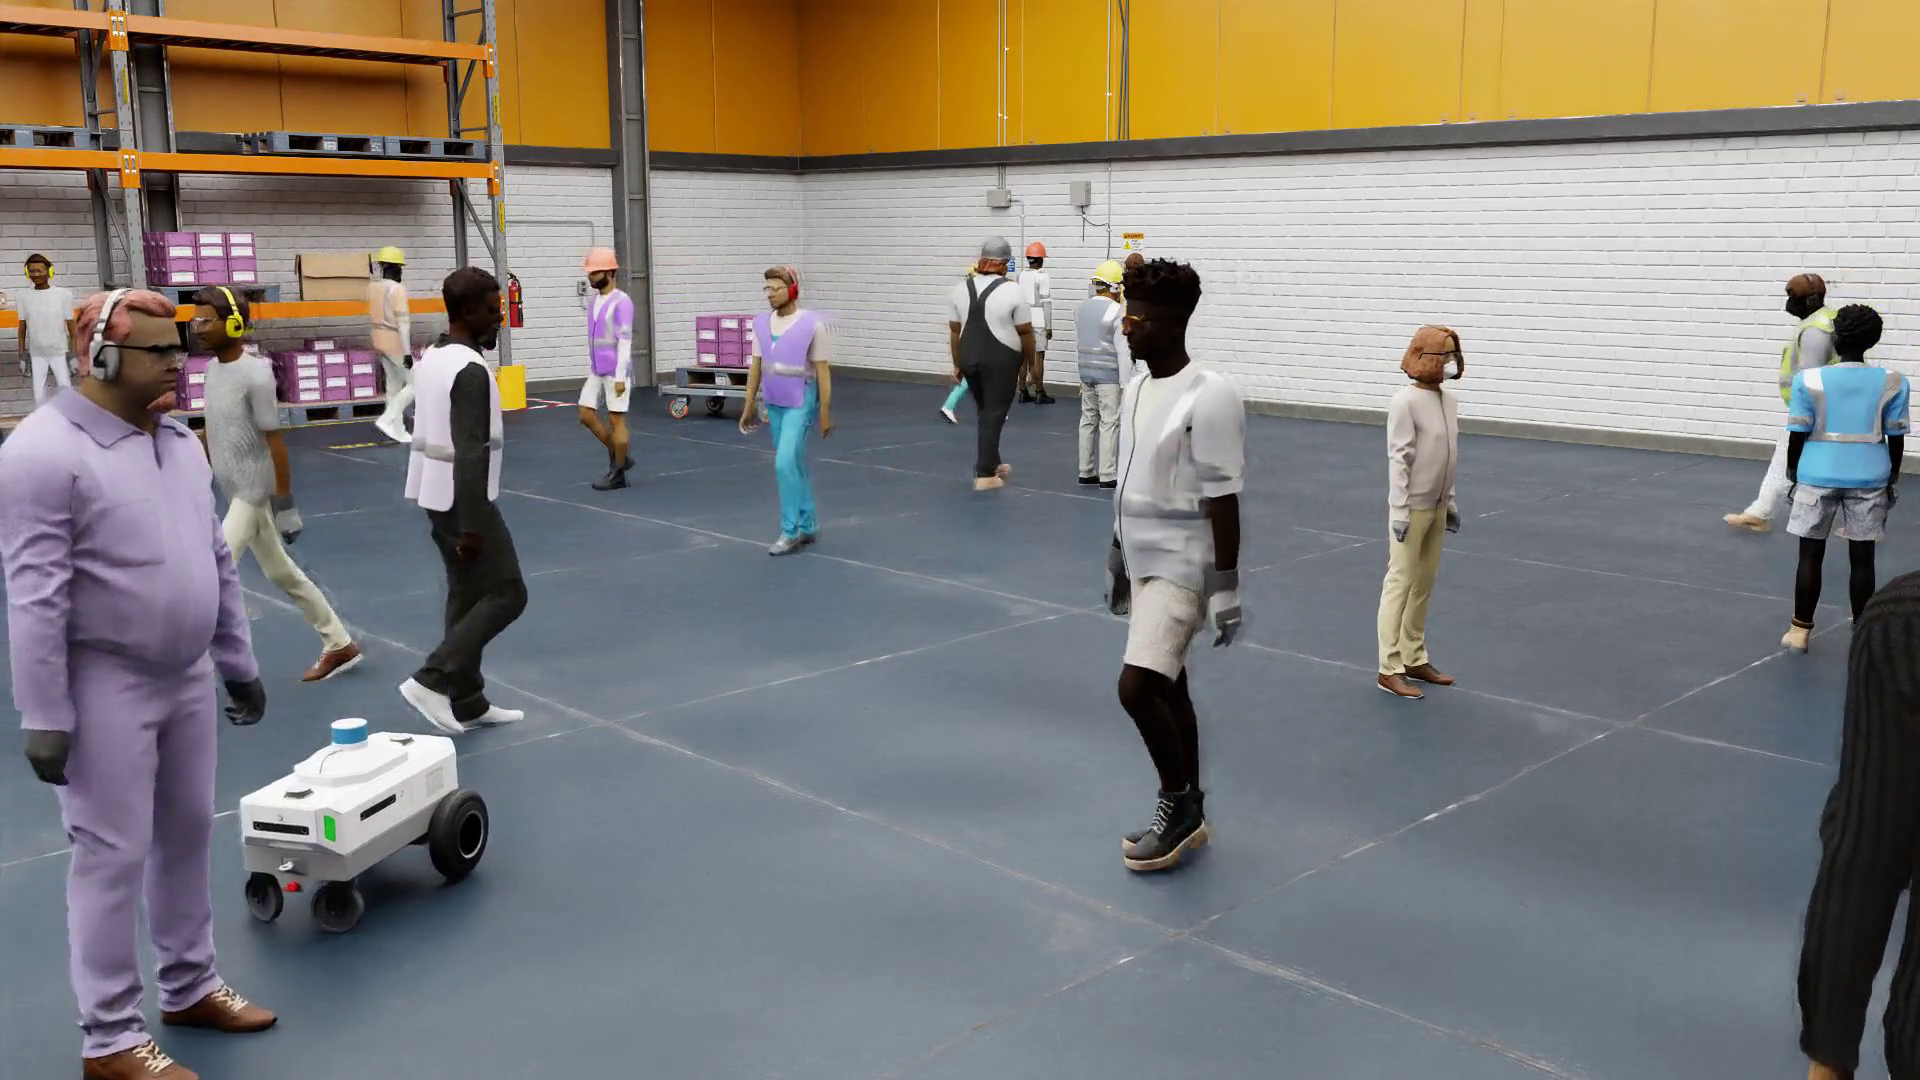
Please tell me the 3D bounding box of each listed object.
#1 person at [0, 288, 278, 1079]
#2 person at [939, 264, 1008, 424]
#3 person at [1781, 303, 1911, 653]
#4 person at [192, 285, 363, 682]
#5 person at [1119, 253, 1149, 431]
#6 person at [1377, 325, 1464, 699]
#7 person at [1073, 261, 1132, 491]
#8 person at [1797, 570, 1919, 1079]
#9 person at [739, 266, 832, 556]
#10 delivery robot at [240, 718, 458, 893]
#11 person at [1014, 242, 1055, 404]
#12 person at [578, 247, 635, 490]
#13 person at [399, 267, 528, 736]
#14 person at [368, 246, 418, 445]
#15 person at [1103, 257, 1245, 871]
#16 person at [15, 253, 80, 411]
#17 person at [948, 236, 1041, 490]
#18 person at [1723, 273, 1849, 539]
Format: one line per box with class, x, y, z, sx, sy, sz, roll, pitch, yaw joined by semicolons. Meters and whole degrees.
person;-1.980;0.348;4.043;0.412;1.899;0.671;2;11;11
person;0.135;-2.119;17.943;0.856;1.736;0.537;-5;12;-27
person;4.245;-0.282;8.008;0.540;1.700;0.316;3;11;17
person;-3.106;-0.198;7.250;1.025;1.822;0.509;-9;14;-42
person;1.796;-2.042;17.224;0.634;1.842;0.429;0;10;-1
person;2.055;-0.131;7.367;0.279;1.634;0.499;10;14;43
person;1.157;-1.302;13.252;0.404;1.824;0.586;-9;13;-39
person;1.450;0.660;2.120;0.639;1.970;0.705;8;13;39
person;-1.151;-0.821;10.617;0.562;1.819;0.723;9;13;39
delivery robot;-1.842;0.787;5.054;0.477;0.478;0.707;3;11;14
person;0.901;-2.606;20.033;0.543;1.940;0.361;10;14;42
person;-2.807;-1.344;13.187;0.568;1.923;0.400;10;14;43
person;-1.997;-0.136;6.678;0.463;1.900;0.597;-7;13;-35
person;-5.449;-1.856;15.991;0.618;1.913;0.440;9;14;42
person;0.621;0.088;5.295;0.537;1.948;0.641;-4;11;-20
person;-8.329;-1.674;15.203;0.509;1.853;0.318;-2;11;-12
person;0.330;-1.454;13.475;0.696;2.000;0.884;8;13;37
person;5.719;-0.886;11.123;0.945;1.774;0.674;5;11;24
